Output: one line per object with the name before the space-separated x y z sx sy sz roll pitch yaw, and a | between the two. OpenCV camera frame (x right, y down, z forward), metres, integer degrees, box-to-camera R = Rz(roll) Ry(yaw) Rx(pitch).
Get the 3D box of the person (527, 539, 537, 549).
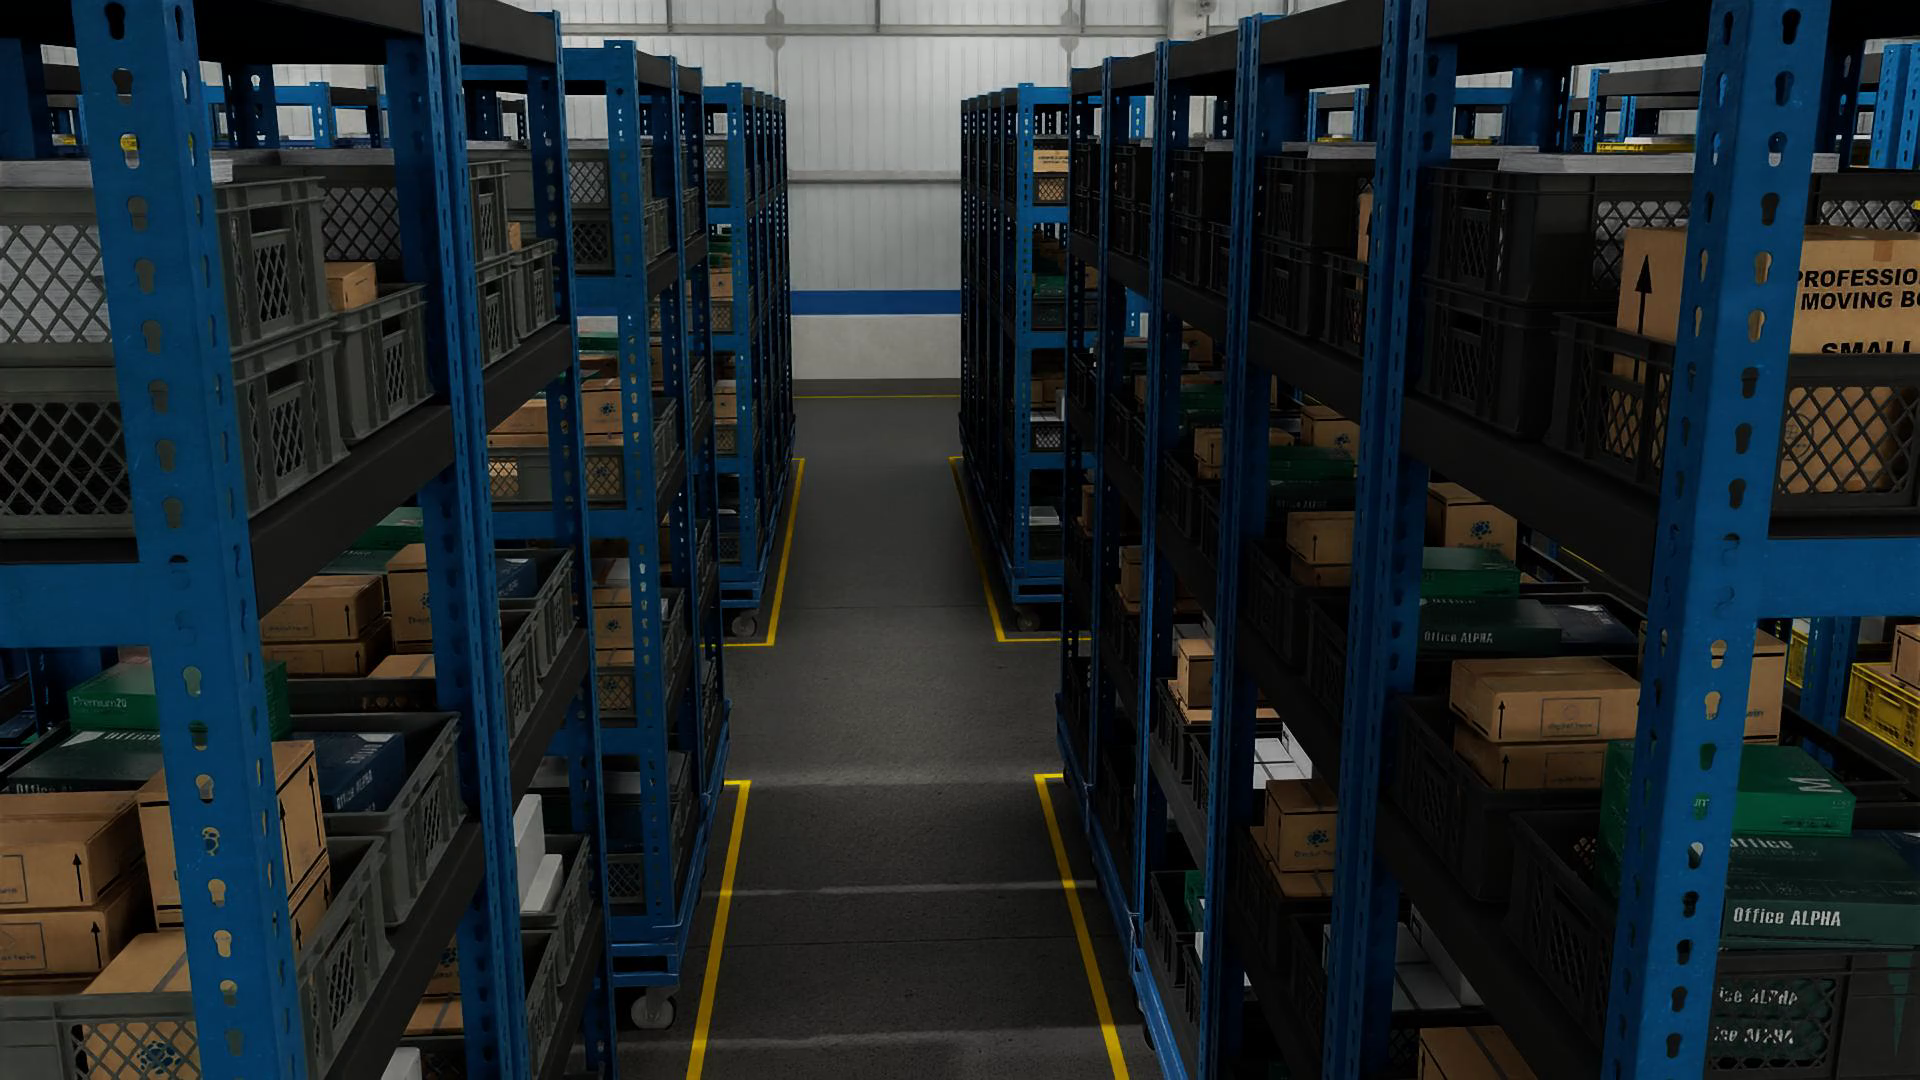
person | -2.650 -0.202 10.483 0.415 1.985 0.611 -1 14 -4
